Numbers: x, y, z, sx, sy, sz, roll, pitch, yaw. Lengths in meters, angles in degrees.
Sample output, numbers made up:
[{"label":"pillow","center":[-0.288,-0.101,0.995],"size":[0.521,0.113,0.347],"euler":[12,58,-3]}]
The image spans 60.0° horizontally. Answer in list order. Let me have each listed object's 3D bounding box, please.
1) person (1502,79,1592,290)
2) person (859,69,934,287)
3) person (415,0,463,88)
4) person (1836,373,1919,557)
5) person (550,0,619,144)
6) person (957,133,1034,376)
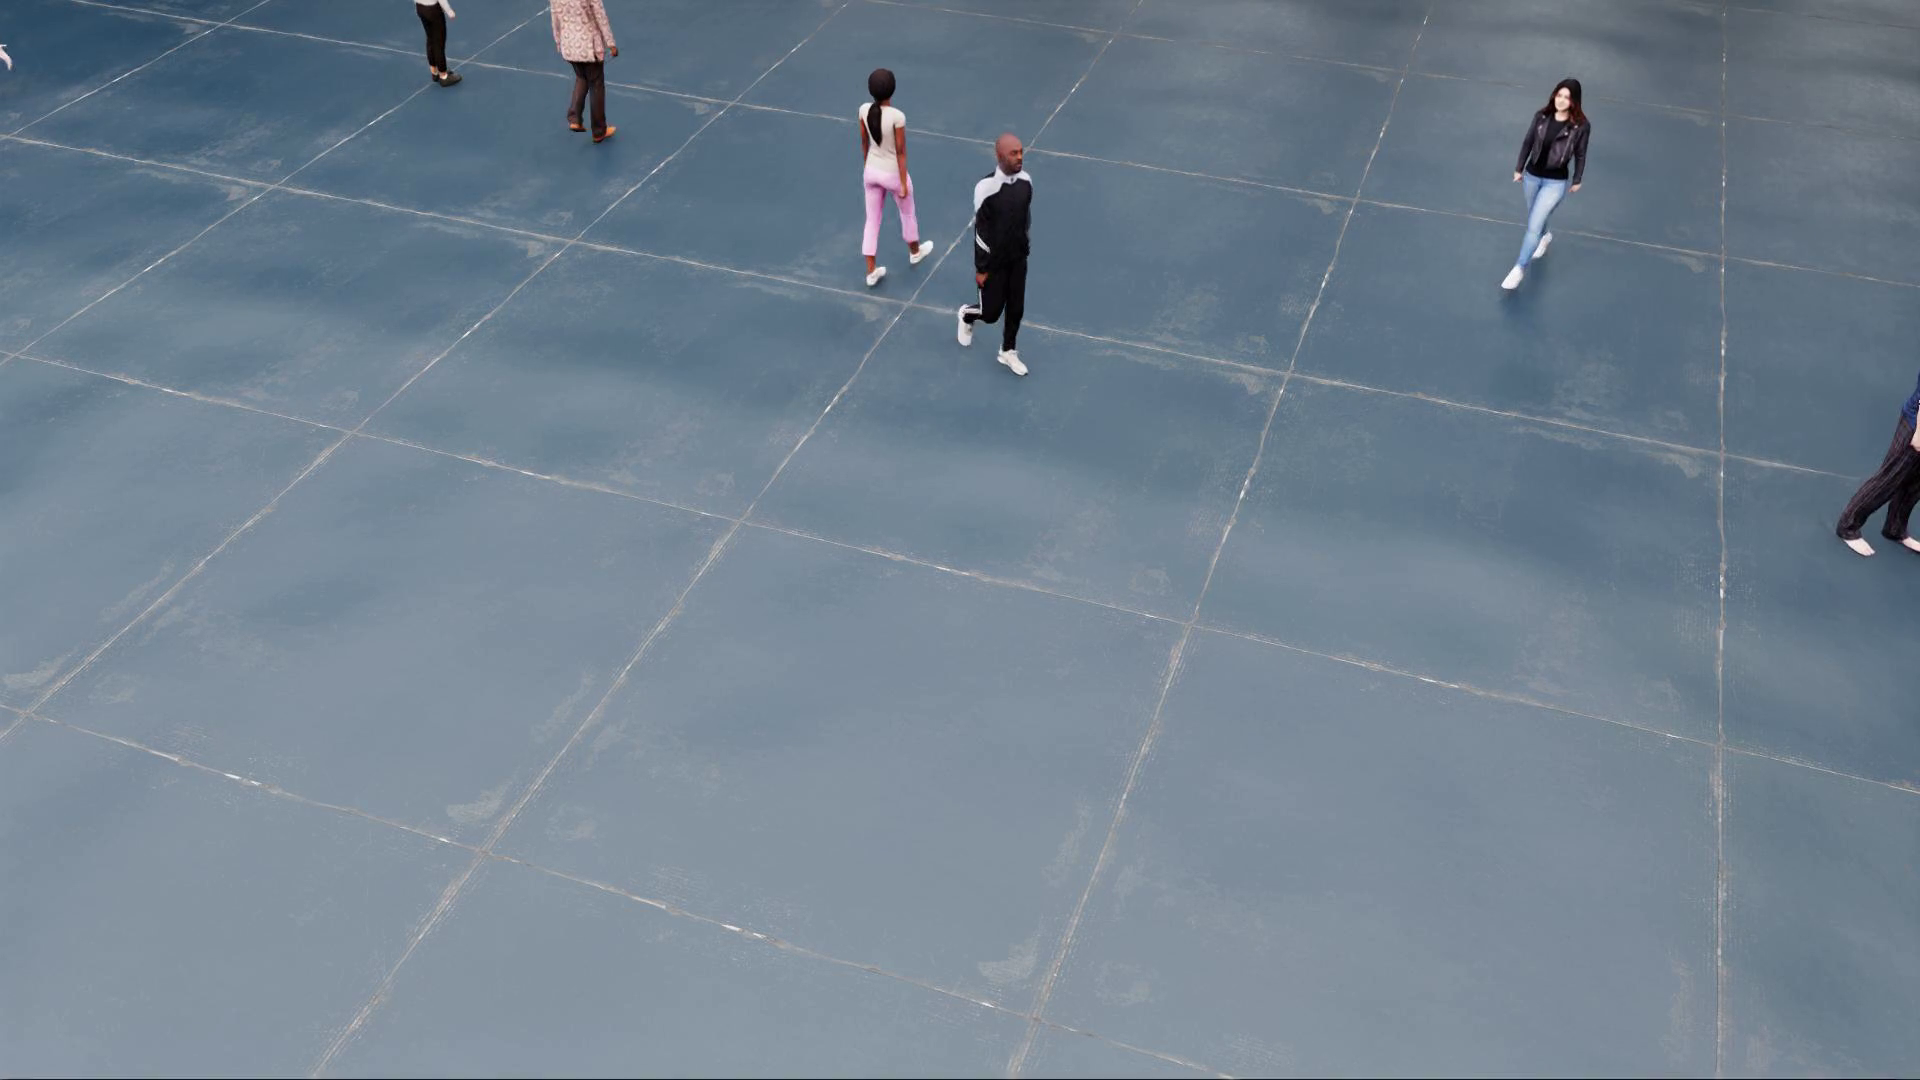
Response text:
[{"label":"person","center":[4.594,-2.822,12.975],"size":[0.924,1.591,1.208],"euler":[28,46,31]},{"label":"person","center":[-0.621,-2.747,12.773],"size":[0.723,1.721,0.990],"euler":[20,42,24]},{"label":"person","center":[-5.097,-5.077,15.946],"size":[0.629,1.482,0.634],"euler":[27,45,30]},{"label":"person","center":[5.833,-0.735,10.078],"size":[0.794,1.873,0.870],"euler":[-25,45,-29]},{"label":"person","center":[-3.386,-4.374,14.795],"size":[0.716,1.793,0.683],"euler":[15,41,19]},{"label":"person","center":[0.244,-2.050,11.811],"size":[0.972,1.809,0.996],"euler":[-23,43,-26]}]
